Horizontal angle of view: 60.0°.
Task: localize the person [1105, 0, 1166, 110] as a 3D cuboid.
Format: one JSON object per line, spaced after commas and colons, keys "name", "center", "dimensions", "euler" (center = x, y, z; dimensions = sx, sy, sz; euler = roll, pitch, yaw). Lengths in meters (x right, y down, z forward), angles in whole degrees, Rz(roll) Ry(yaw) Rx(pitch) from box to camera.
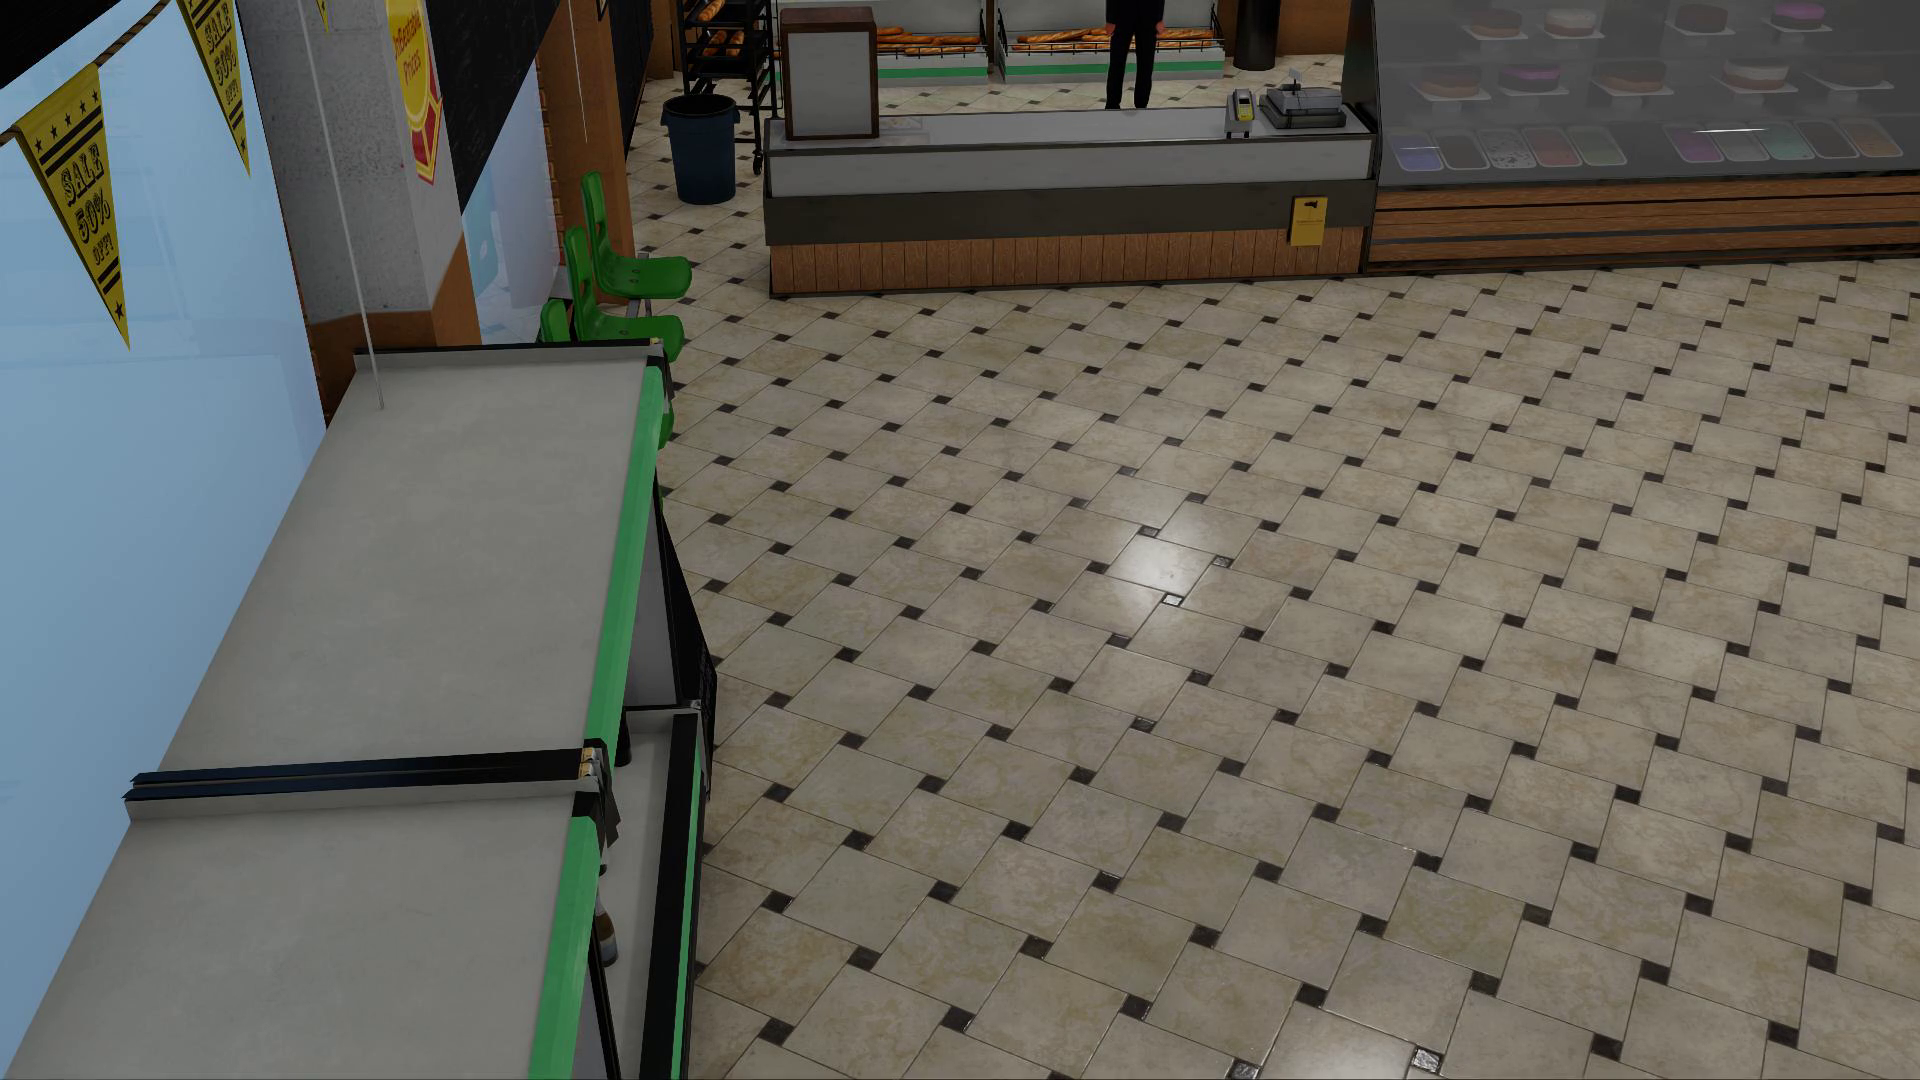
{"name": "person", "center": [1.426, -4.237, 13.465], "dimensions": [0.625, 1.866, 0.547], "euler": [-3, 32, -4]}
